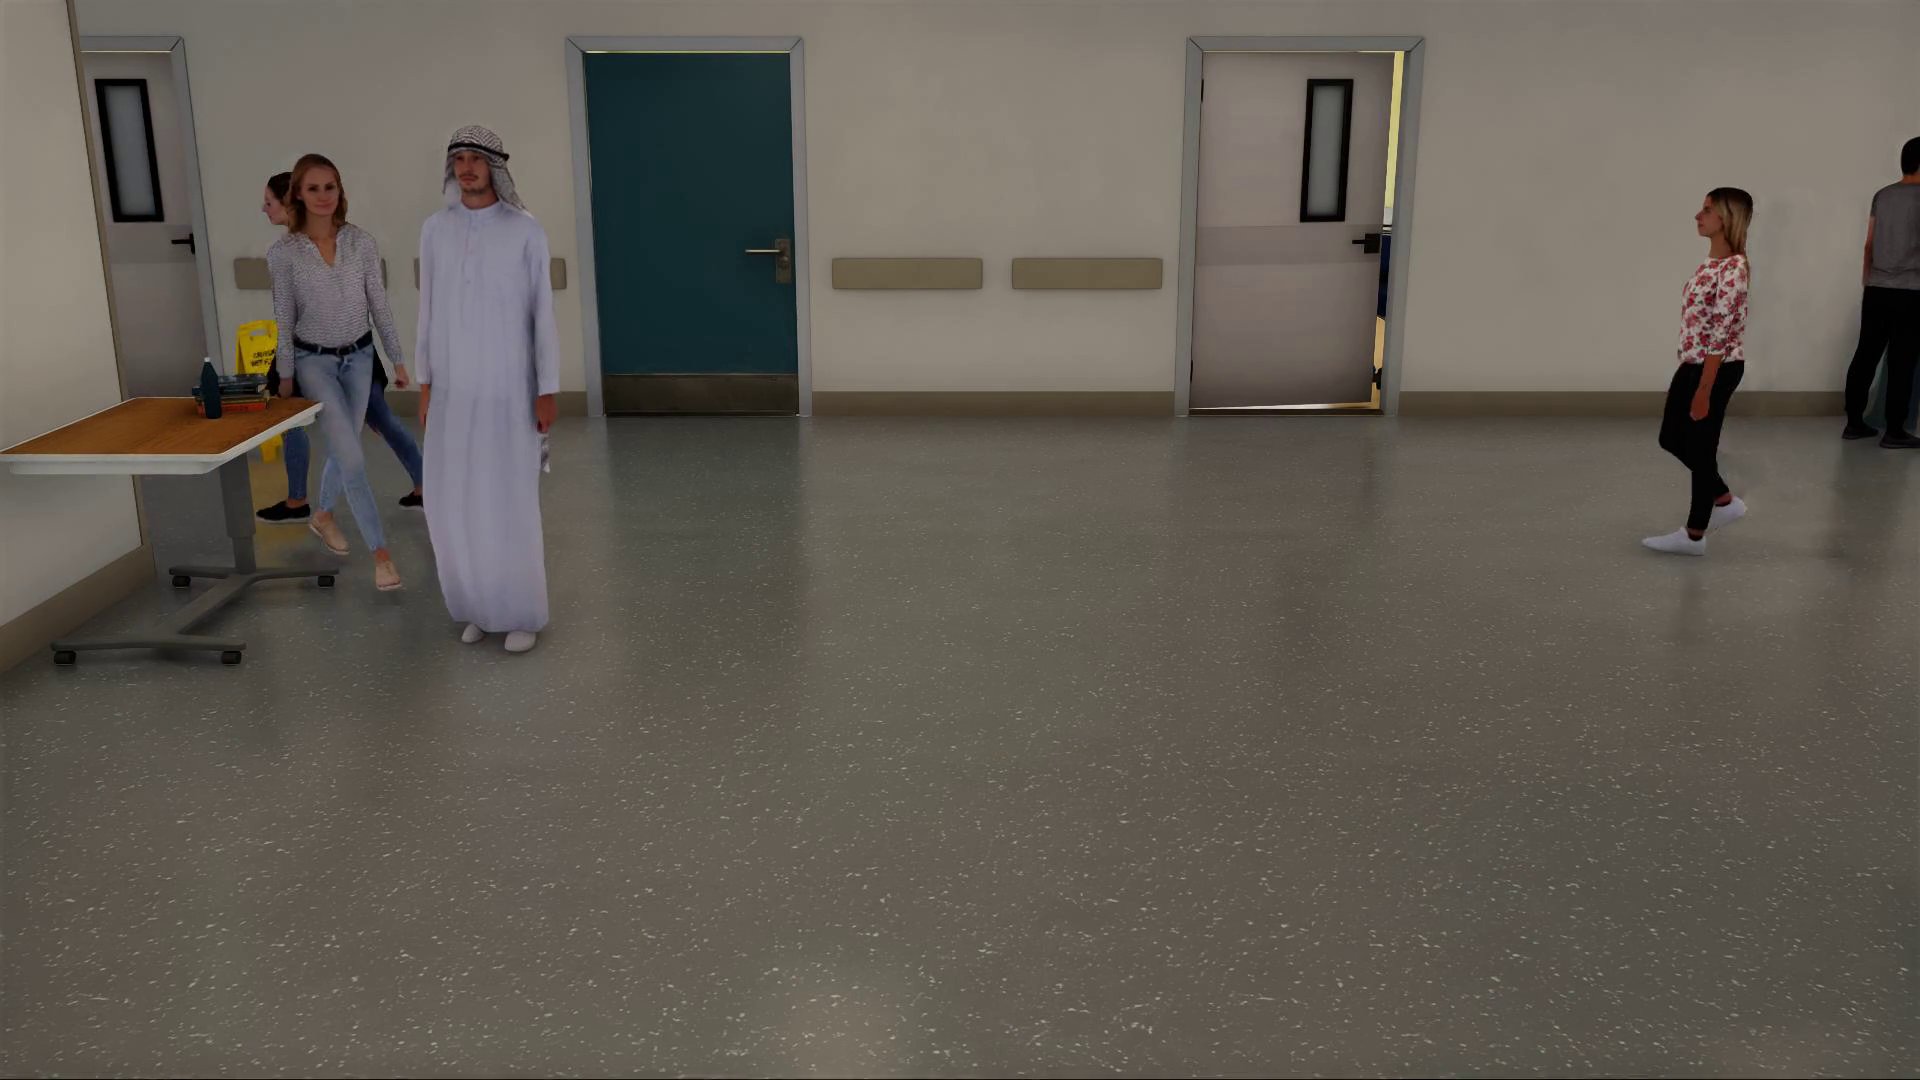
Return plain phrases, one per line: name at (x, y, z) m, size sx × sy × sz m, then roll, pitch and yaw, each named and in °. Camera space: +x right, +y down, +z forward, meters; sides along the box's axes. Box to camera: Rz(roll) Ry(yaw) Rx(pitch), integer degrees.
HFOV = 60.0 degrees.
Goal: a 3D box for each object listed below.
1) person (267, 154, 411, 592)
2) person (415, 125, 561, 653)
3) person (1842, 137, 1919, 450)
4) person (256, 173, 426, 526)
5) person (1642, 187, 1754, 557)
person at (-2.632, -0.681, 6.962) m, size 1.217 × 1.739 × 1.198 m, roll -12°, pitch 20°, yaw -38°
person at (-1.769, -0.564, 6.211) m, size 0.684 × 1.921 × 0.811 m, roll 2°, pitch 16°, yaw 8°
person at (5.399, -1.430, 9.590) m, size 0.661 × 1.753 × 0.693 m, roll -5°, pitch 17°, yaw -17°
person at (-2.843, -0.836, 7.728) m, size 1.041 × 1.621 × 0.691 m, roll 2°, pitch 16°, yaw 8°
person at (3.368, -0.720, 7.308) m, size 0.726 × 1.626 × 0.658 m, roll 4°, pitch 16°, yaw 12°
